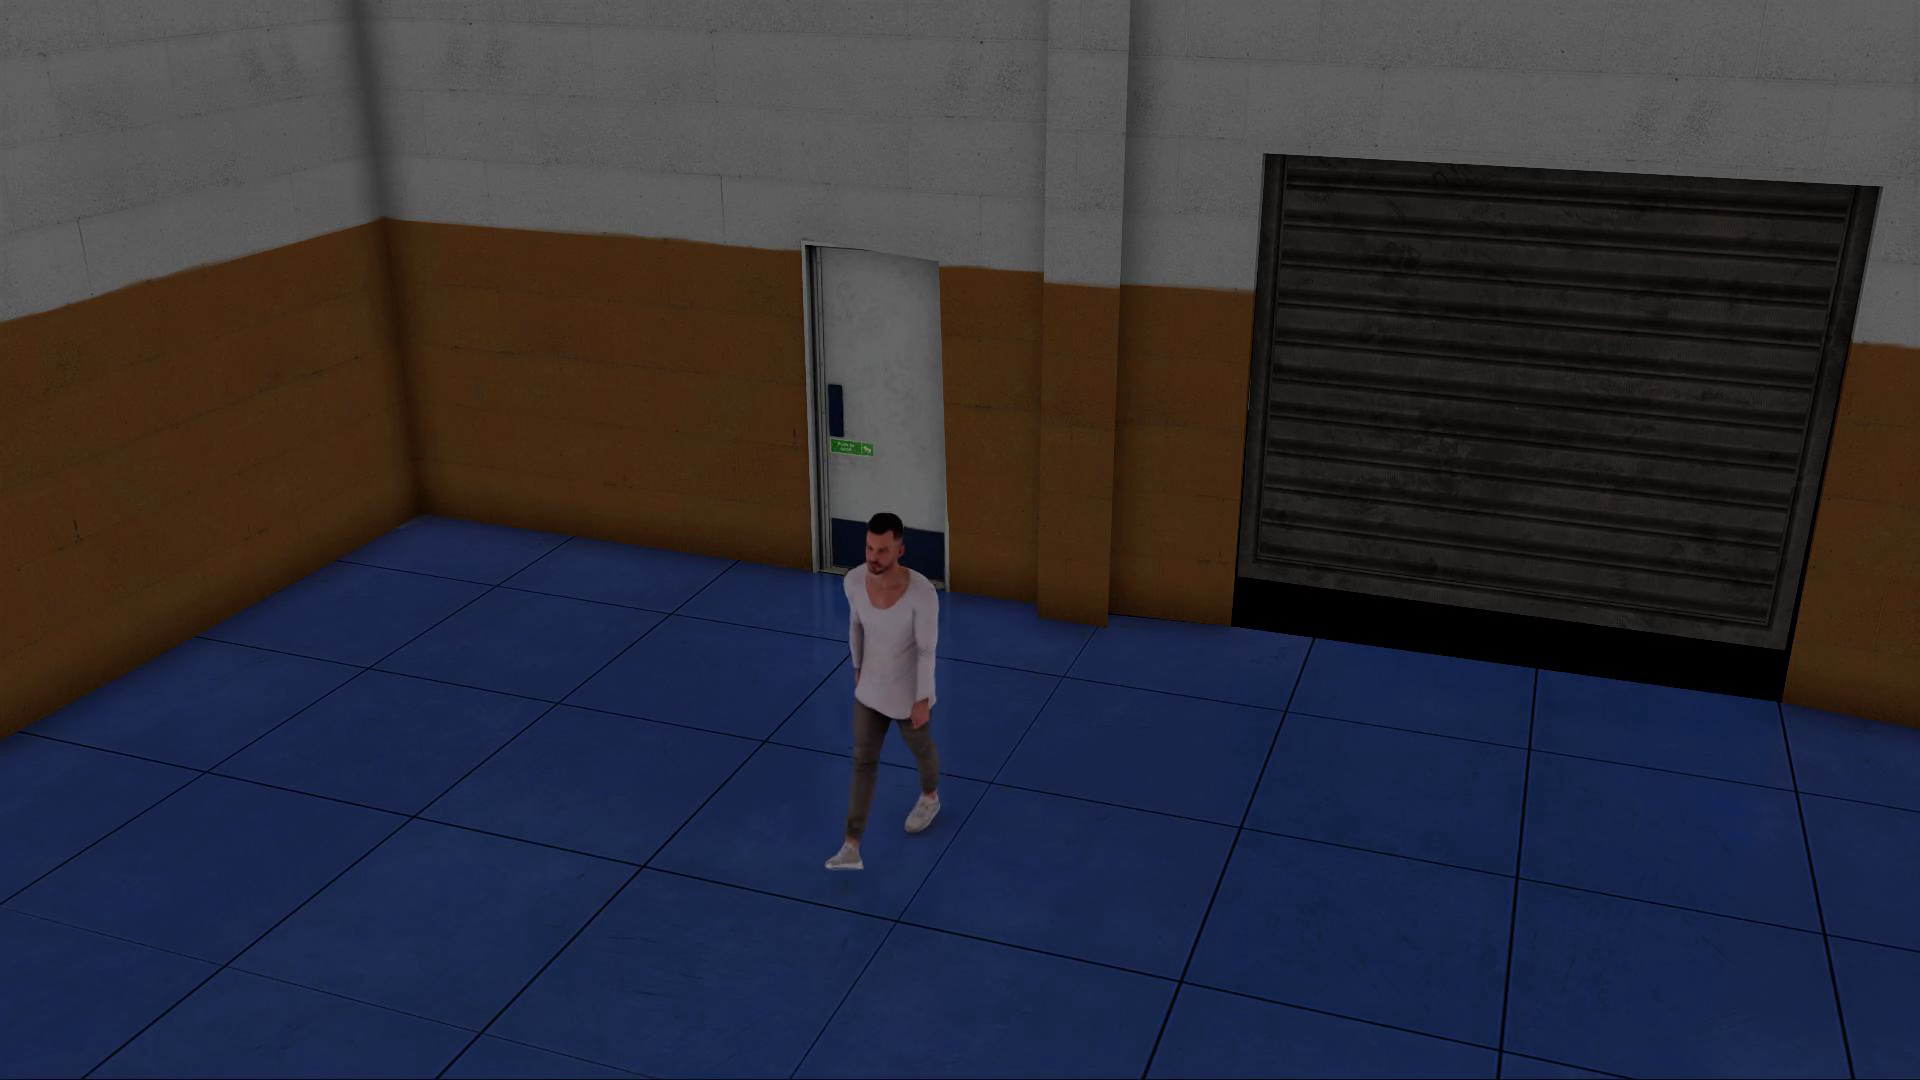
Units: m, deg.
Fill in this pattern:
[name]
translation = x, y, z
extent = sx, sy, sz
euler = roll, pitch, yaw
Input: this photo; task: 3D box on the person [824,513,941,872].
[person]
translation = -0.273, 0.675, 7.958
extent = 1.129, 1.776, 0.786
euler = 10, 24, 24
